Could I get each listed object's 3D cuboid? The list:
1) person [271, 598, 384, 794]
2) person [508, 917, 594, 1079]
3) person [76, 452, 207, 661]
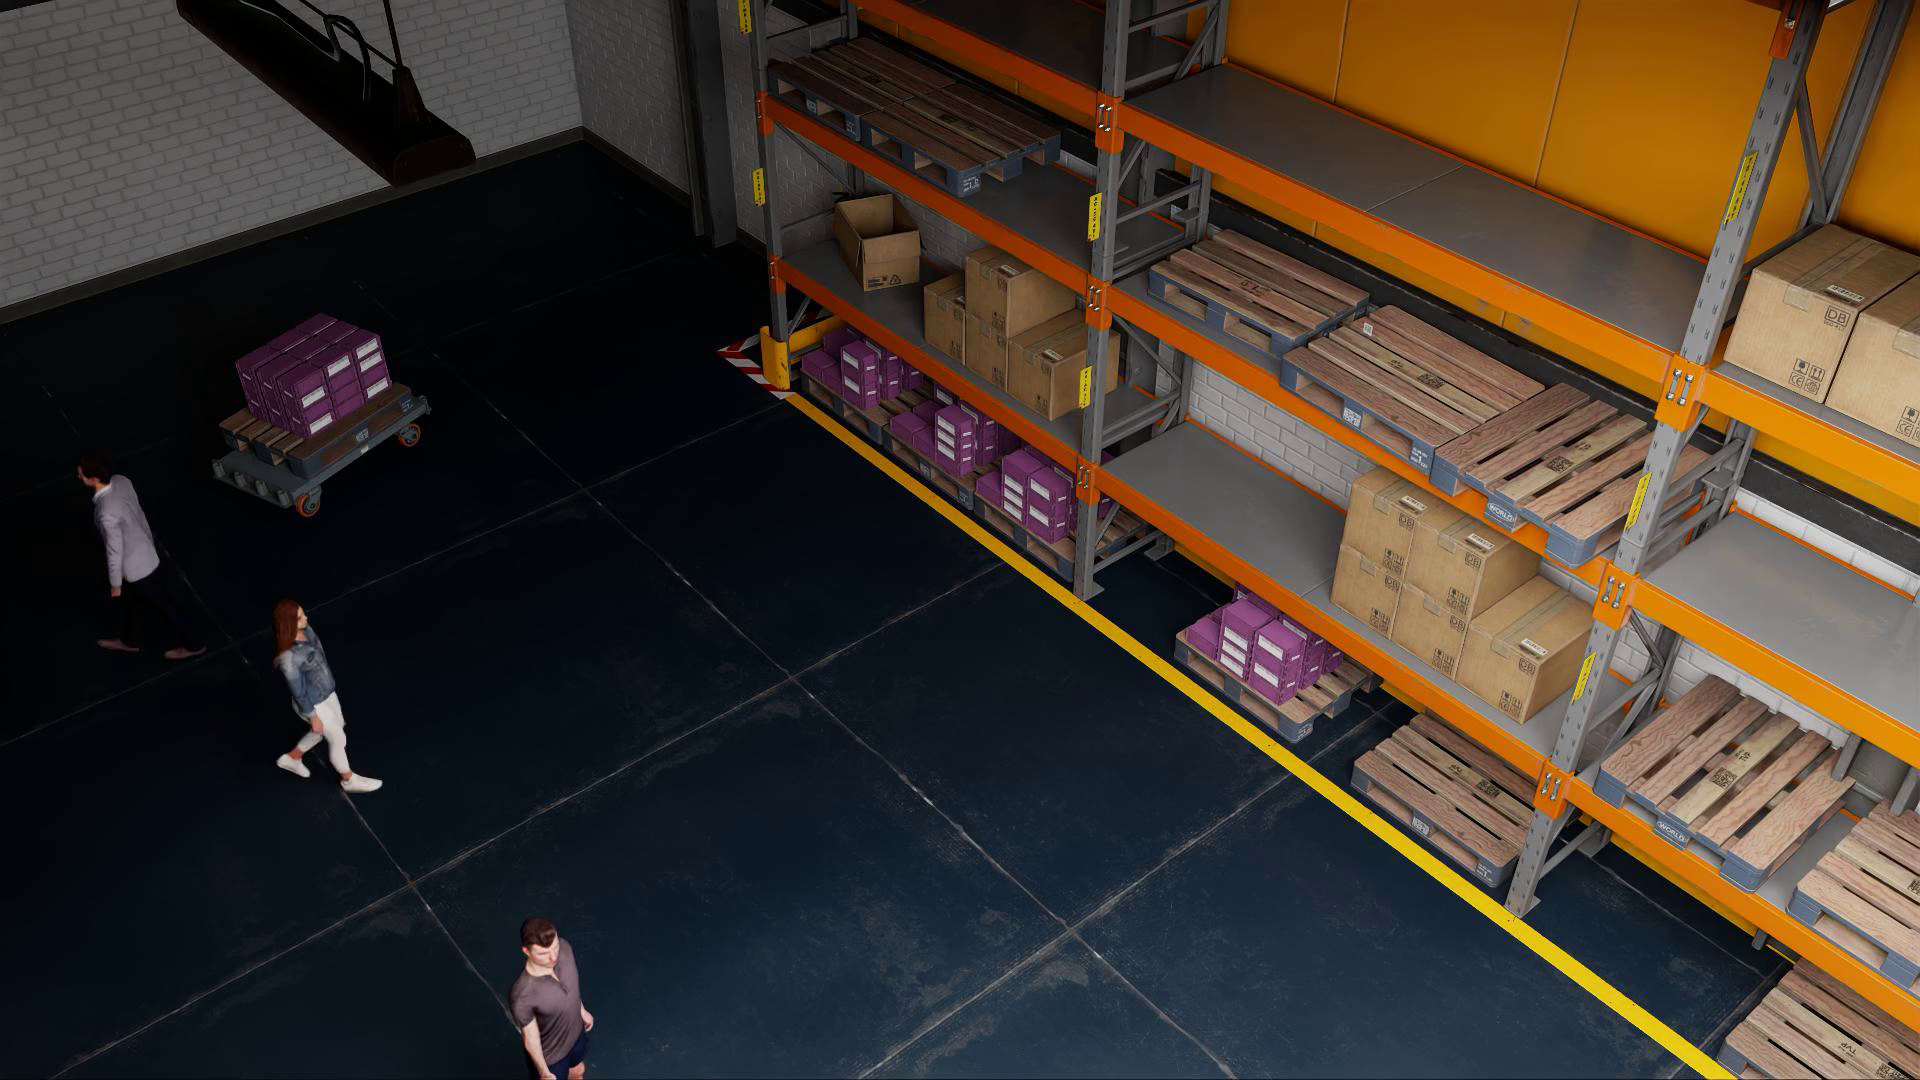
[{"bbox_3d":[-4.279,1.037,10.825,0.953,1.685,0.954,-5,39,-6],"label":"person"},{"bbox_3d":[-2.121,2.612,8.718,0.740,1.853,0.737,12,40,14],"label":"person"},{"bbox_3d":[-5.770,0.136,11.839,1.018,1.827,1.060,-9,40,-12],"label":"person"}]
